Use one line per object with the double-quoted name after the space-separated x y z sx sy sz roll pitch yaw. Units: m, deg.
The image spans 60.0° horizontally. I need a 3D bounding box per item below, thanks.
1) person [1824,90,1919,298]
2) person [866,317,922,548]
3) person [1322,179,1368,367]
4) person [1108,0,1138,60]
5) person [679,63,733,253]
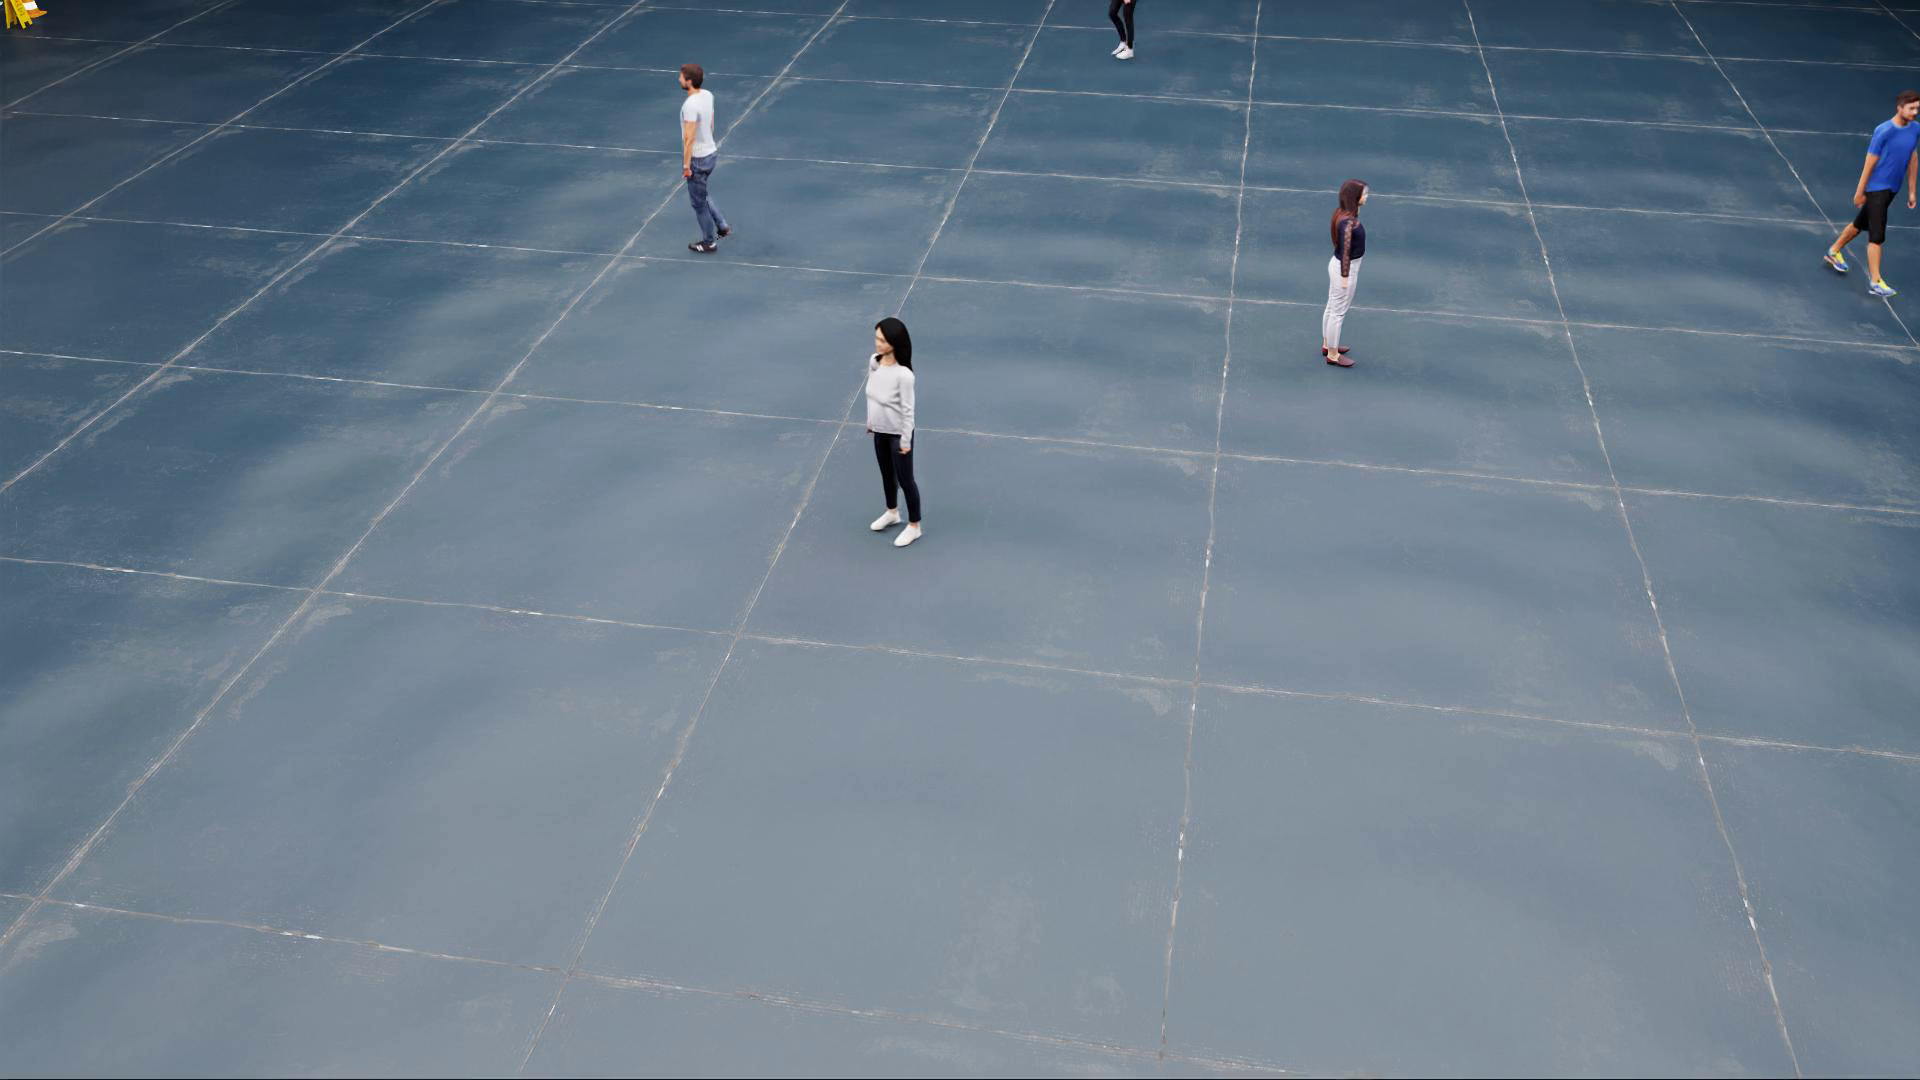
8.464 -3.258 15.402 1.240 1.817 1.094 -10 34 -16 "person"
-0.451 -0.770 11.570 0.750 1.699 0.670 -25 40 -33 "person"
3.247 -2.261 14.016 0.566 1.609 0.616 2 32 3 "person"
2.258 -7.142 21.641 0.753 1.730 0.716 -12 34 -18 "person"
-2.414 -3.652 15.992 0.695 1.853 0.679 9 33 14 "person"
